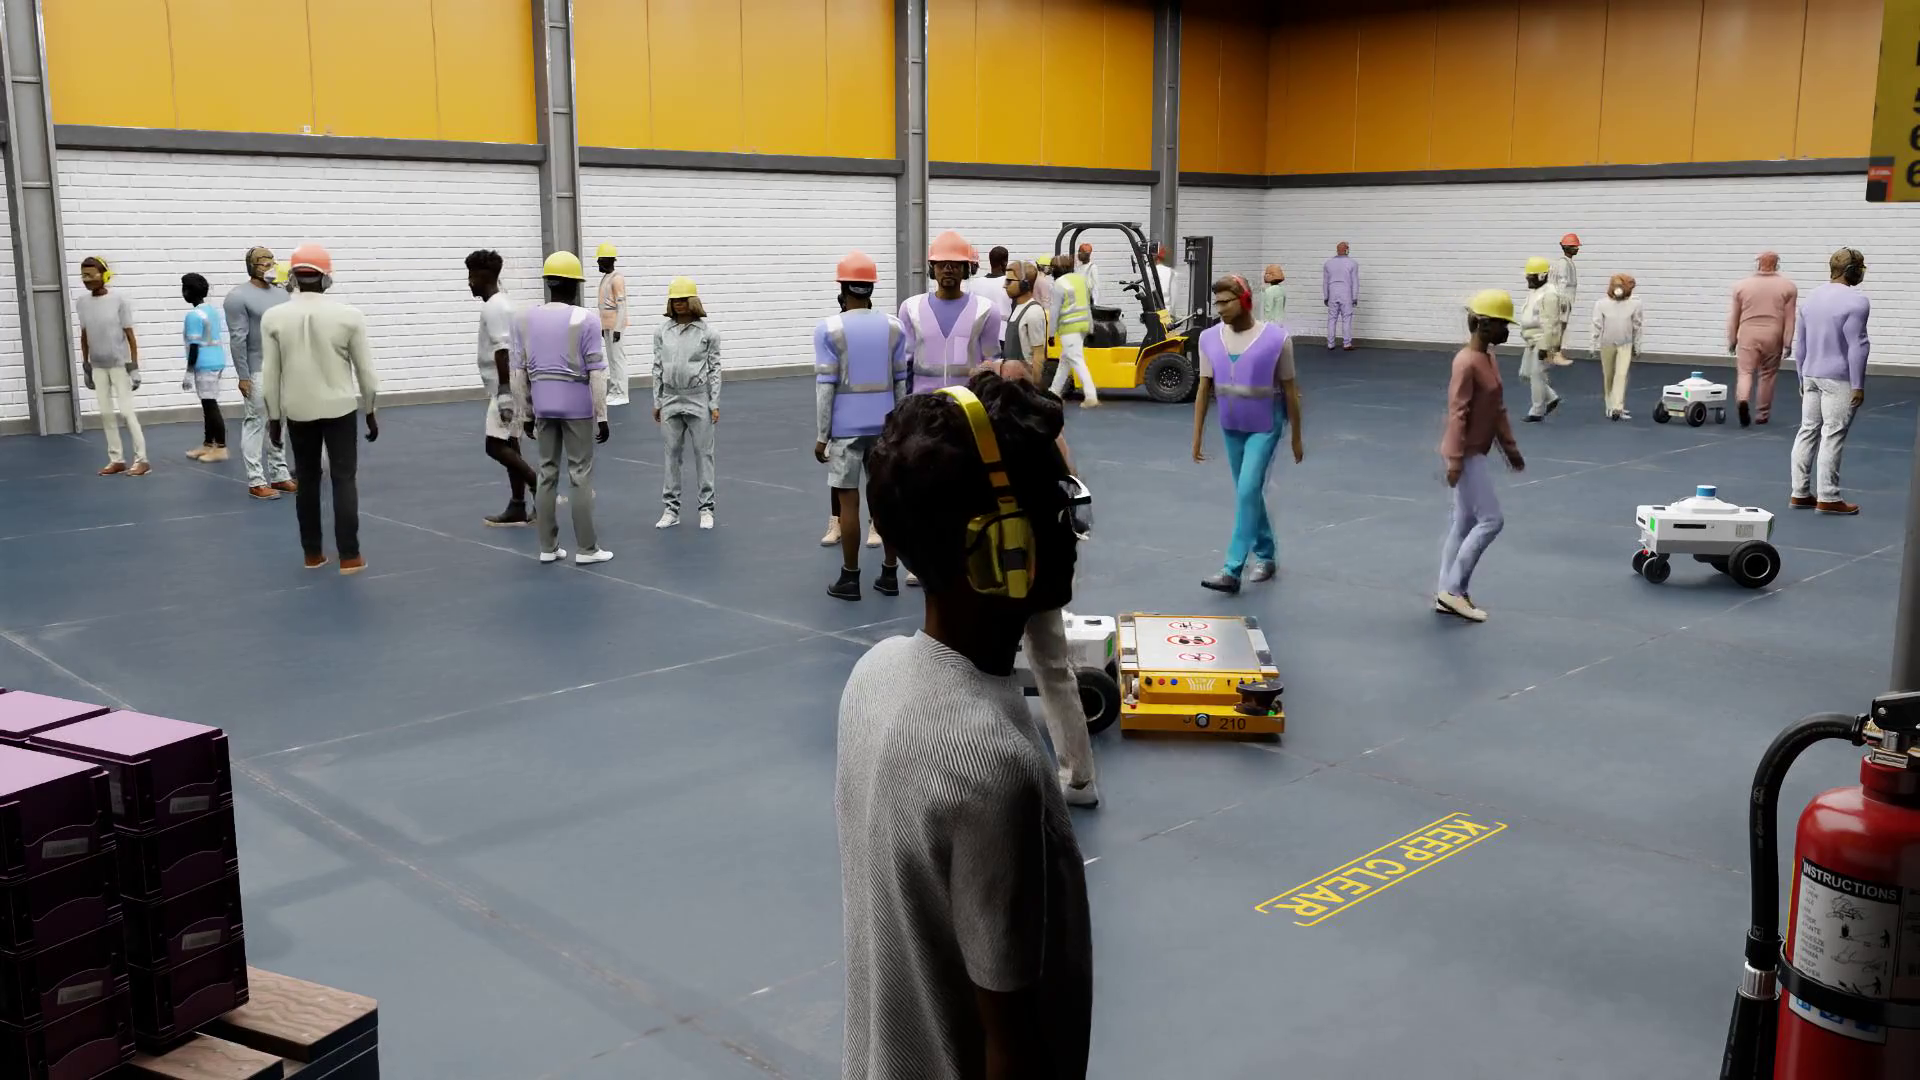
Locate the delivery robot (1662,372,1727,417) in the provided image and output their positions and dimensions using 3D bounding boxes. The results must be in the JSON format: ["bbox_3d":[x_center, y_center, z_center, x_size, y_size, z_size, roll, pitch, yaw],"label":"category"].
[{"bbox_3d":[7.886,-1.559,17.843,0.707,0.478,0.477,-6,12,-29],"label":"delivery robot"}]

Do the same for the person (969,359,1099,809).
[{"bbox_3d":[0.128,0.167,5.858,0.809,1.603,0.534,5,11,23],"label":"person"}]

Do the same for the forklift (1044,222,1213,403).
[{"bbox_3d":[1.935,-2.847,20.651,2.313,2.155,1.214,2,11,13],"label":"forklift"}]

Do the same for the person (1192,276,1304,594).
[{"bbox_3d":[1.615,-0.595,9.468,0.587,1.791,0.959,9,14,41],"label":"person"}]

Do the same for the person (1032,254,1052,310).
[{"bbox_3d":[1.141,-3.048,22.926,0.329,1.765,0.525,-3,11,-14],"label":"person"}]

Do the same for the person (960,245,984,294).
[{"bbox_3d":[0.179,-2.195,17.872,0.768,1.913,0.559,2,11,9],"label":"person"}]

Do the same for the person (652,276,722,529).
[{"bbox_3d":[-1.890,-0.940,11.481,0.484,1.745,0.298,1,10,6],"label":"person"}]

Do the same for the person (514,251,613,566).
[{"bbox_3d":[-2.428,-0.803,10.239,0.593,1.922,0.381,3,11,16],"label":"person"}]

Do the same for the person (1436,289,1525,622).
[{"bbox_3d":[2.733,-0.438,8.747,0.451,1.745,0.534,5,12,26],"label":"person"}]

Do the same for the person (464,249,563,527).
[{"bbox_3d":[-3.117,-1.030,11.471,0.559,1.937,0.668,-1,10,-5],"label":"person"}]

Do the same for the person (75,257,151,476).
[{"bbox_3d":[-7.145,-1.447,13.996,0.529,1.846,0.397,1,10,6],"label":"person"}]

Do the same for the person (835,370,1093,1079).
[{"bbox_3d":[0.031,0.748,1.951,0.328,1.866,0.513,-4,11,-20],"label":"person"}]

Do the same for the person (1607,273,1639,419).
[{"bbox_3d":[7.333,-2.154,18.468,0.412,1.609,0.541,-1,10,-6],"label":"person"}]

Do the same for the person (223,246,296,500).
[{"bbox_3d":[-5.350,-1.287,12.845,0.373,1.940,0.628,4,11,18],"label":"person"}]

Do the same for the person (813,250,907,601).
[{"bbox_3d":[-0.565,-0.629,9.256,0.547,1.938,0.377,-5,12,-26],"label":"person"}]

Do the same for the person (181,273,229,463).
[{"bbox_3d":[-6.771,-1.525,14.816,0.403,1.694,0.570,-1,10,-7],"label":"person"}]

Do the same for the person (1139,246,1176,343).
[{"bbox_3d":[2.811,-3.302,24.018,0.599,1.866,0.572,-4,11,-21],"label":"person"}]

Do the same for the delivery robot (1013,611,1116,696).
[{"bbox_3d":[0.292,0.441,6.939,0.707,0.478,0.477,1,10,3],"label":"delivery robot"}]

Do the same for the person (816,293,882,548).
[{"bbox_3d":[-0.680,-0.791,10.806,0.531,1.692,0.320,2,11,12],"label":"person"}]

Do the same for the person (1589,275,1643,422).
[{"bbox_3d":[7.165,-2.097,18.203,0.523,1.579,0.863,5,11,24],"label":"person"}]

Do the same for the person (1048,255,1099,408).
[{"bbox_3d":[1.289,-2.454,19.611,0.976,1.783,0.652,7,13,34],"label":"person"}]

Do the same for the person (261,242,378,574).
[{"bbox_3d":[-3.833,-0.787,10.002,0.625,1.993,0.402,-1,10,-7],"label":"person"}]

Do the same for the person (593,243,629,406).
[{"bbox_3d":[-4.163,-2.569,19.861,0.373,1.928,0.584,-6,12,-28],"label":"person"}]

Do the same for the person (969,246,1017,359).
[{"bbox_3d":[0.373,-1.992,16.756,0.587,1.914,0.392,5,12,25],"label":"person"}]

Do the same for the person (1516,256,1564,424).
[{"bbox_3d":[6.213,-2.130,17.796,0.515,1.806,0.595,0,10,-2],"label":"person"}]

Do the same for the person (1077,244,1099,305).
[{"bbox_3d":[2.019,-3.787,26.624,0.337,1.882,0.585,-5,11,-24],"label":"person"}]

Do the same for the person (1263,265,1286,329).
[{"bbox_3d":[4.131,-2.810,21.977,0.285,1.633,0.497,7,13,34],"label":"person"}]

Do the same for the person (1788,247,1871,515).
[{"bbox_3d":[6.348,-1.155,12.122,0.355,1.937,0.635,-2,11,-12],"label":"person"}]

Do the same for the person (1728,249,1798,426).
[{"bbox_3d":[8.488,-2.135,17.639,0.649,1.879,0.824,6,12,28],"label":"person"}]

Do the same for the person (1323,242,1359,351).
[{"bbox_3d":[6.715,-4.289,29.296,0.643,1.910,0.399,7,12,33],"label":"person"}]

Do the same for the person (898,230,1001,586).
[{"bbox_3d":[-0.069,-0.745,9.589,0.604,2.048,0.367,1,10,4],"label":"person"}]

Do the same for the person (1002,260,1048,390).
[{"bbox_3d":[0.460,-1.086,11.999,0.328,1.844,0.514,-2,11,-12],"label":"person"}]

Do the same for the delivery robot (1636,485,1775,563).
[{"bbox_3d":[4.362,-0.077,9.761,0.707,0.478,0.477,1,11,8],"label":"delivery robot"}]

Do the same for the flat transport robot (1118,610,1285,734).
[{"bbox_3d":[1.032,0.555,7.349,0.652,0.197,1.431,1,10,5],"label":"flat transport robot"}]

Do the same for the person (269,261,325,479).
[{"bbox_3d":[-5.501,-1.381,13.702,0.425,1.815,0.592,-1,10,-7],"label":"person"}]

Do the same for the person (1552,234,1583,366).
[{"bbox_3d":[9.467,-3.746,25.961,0.377,2.045,0.605,5,11,25],"label":"person"}]
